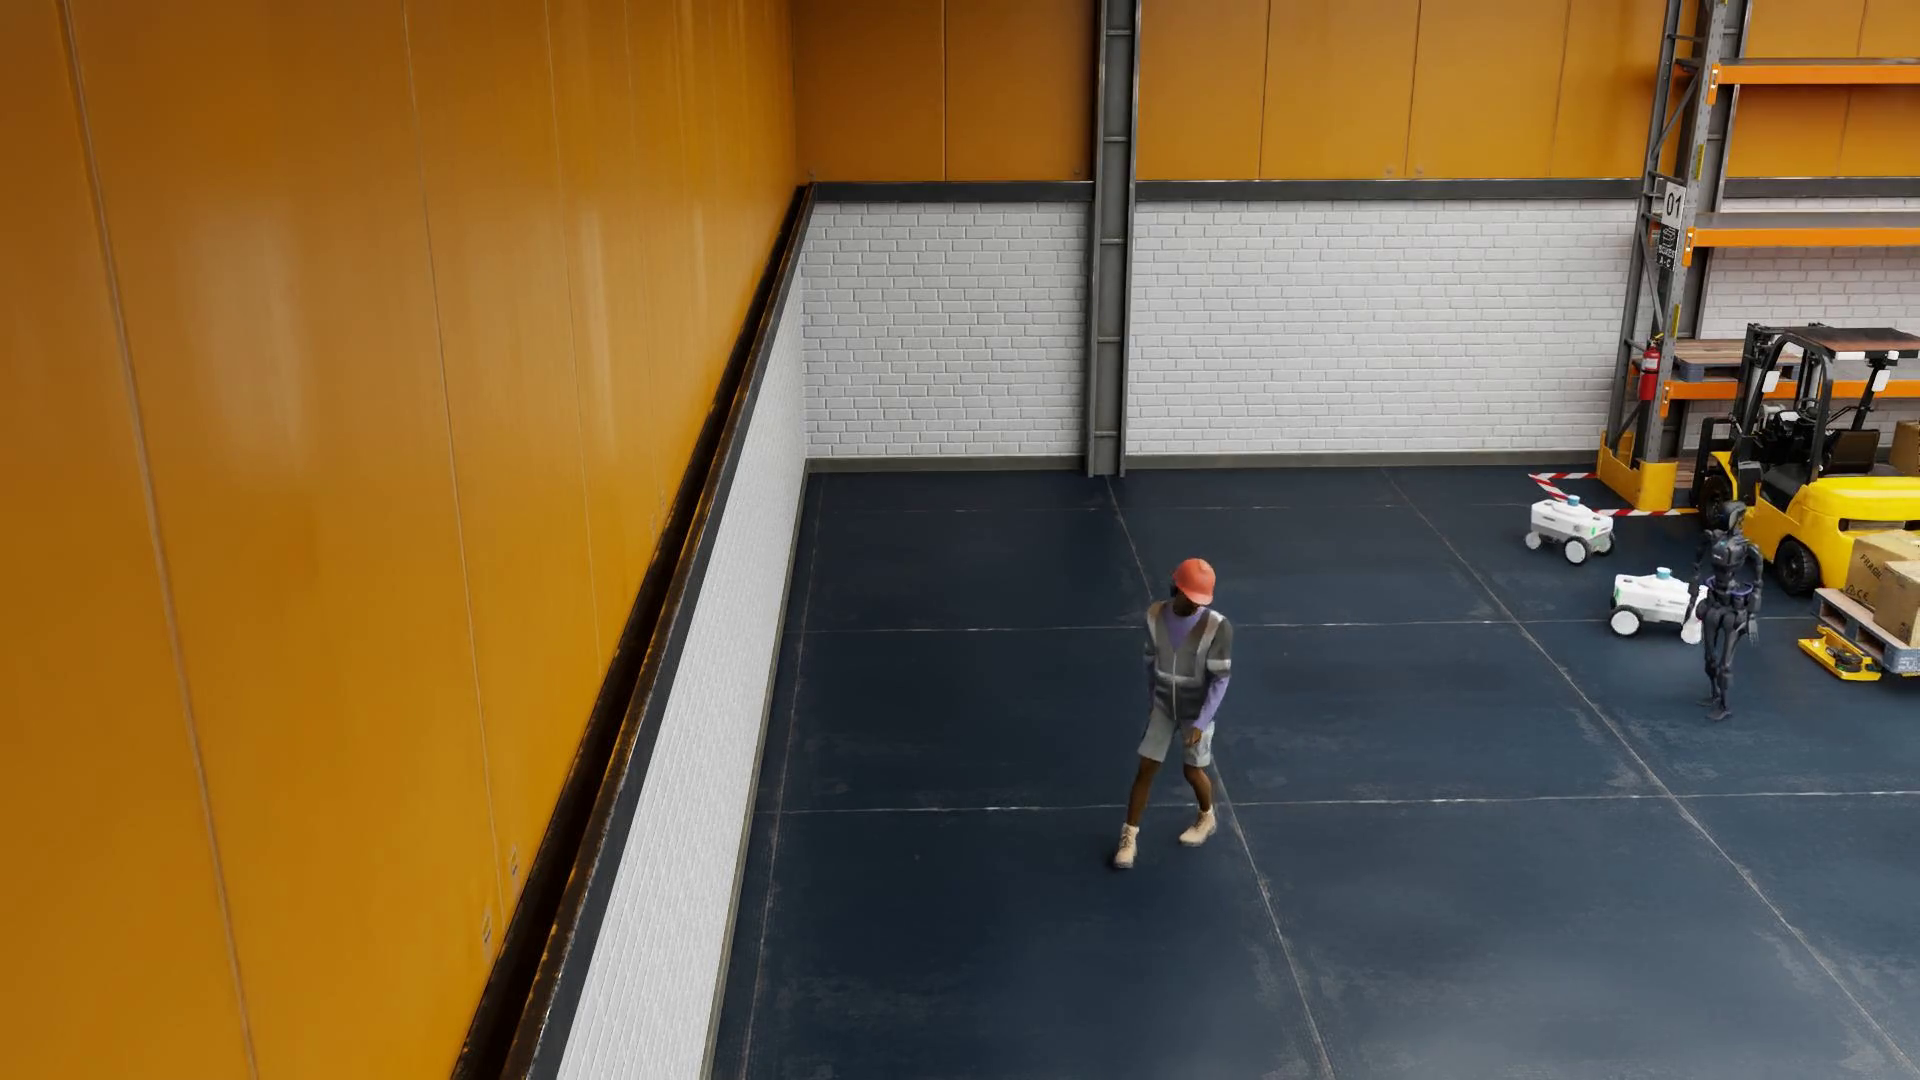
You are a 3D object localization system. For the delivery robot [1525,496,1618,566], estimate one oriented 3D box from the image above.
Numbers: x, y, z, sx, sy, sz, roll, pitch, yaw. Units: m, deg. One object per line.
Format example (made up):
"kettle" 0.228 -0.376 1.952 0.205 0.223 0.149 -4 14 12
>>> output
"delivery robot" 5.673 -0.121 15.446 0.499 0.580 0.776 -15 25 -34

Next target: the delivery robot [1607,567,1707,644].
"delivery robot" 5.761 0.515 13.725 0.777 0.583 0.499 8 22 22

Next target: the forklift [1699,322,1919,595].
"forklift" 7.809 -0.792 14.926 1.214 2.155 2.313 -1 20 -2

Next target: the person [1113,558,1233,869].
"person" 1.340 1.055 10.222 0.616 1.981 0.789 12 23 29

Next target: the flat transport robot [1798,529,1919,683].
"flat transport robot" 7.501 0.887 13.147 1.431 0.231 0.659 -1 20 -3

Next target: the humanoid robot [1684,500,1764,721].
"humanoid robot" 5.603 0.496 12.176 0.457 1.646 0.599 -13 24 -31
